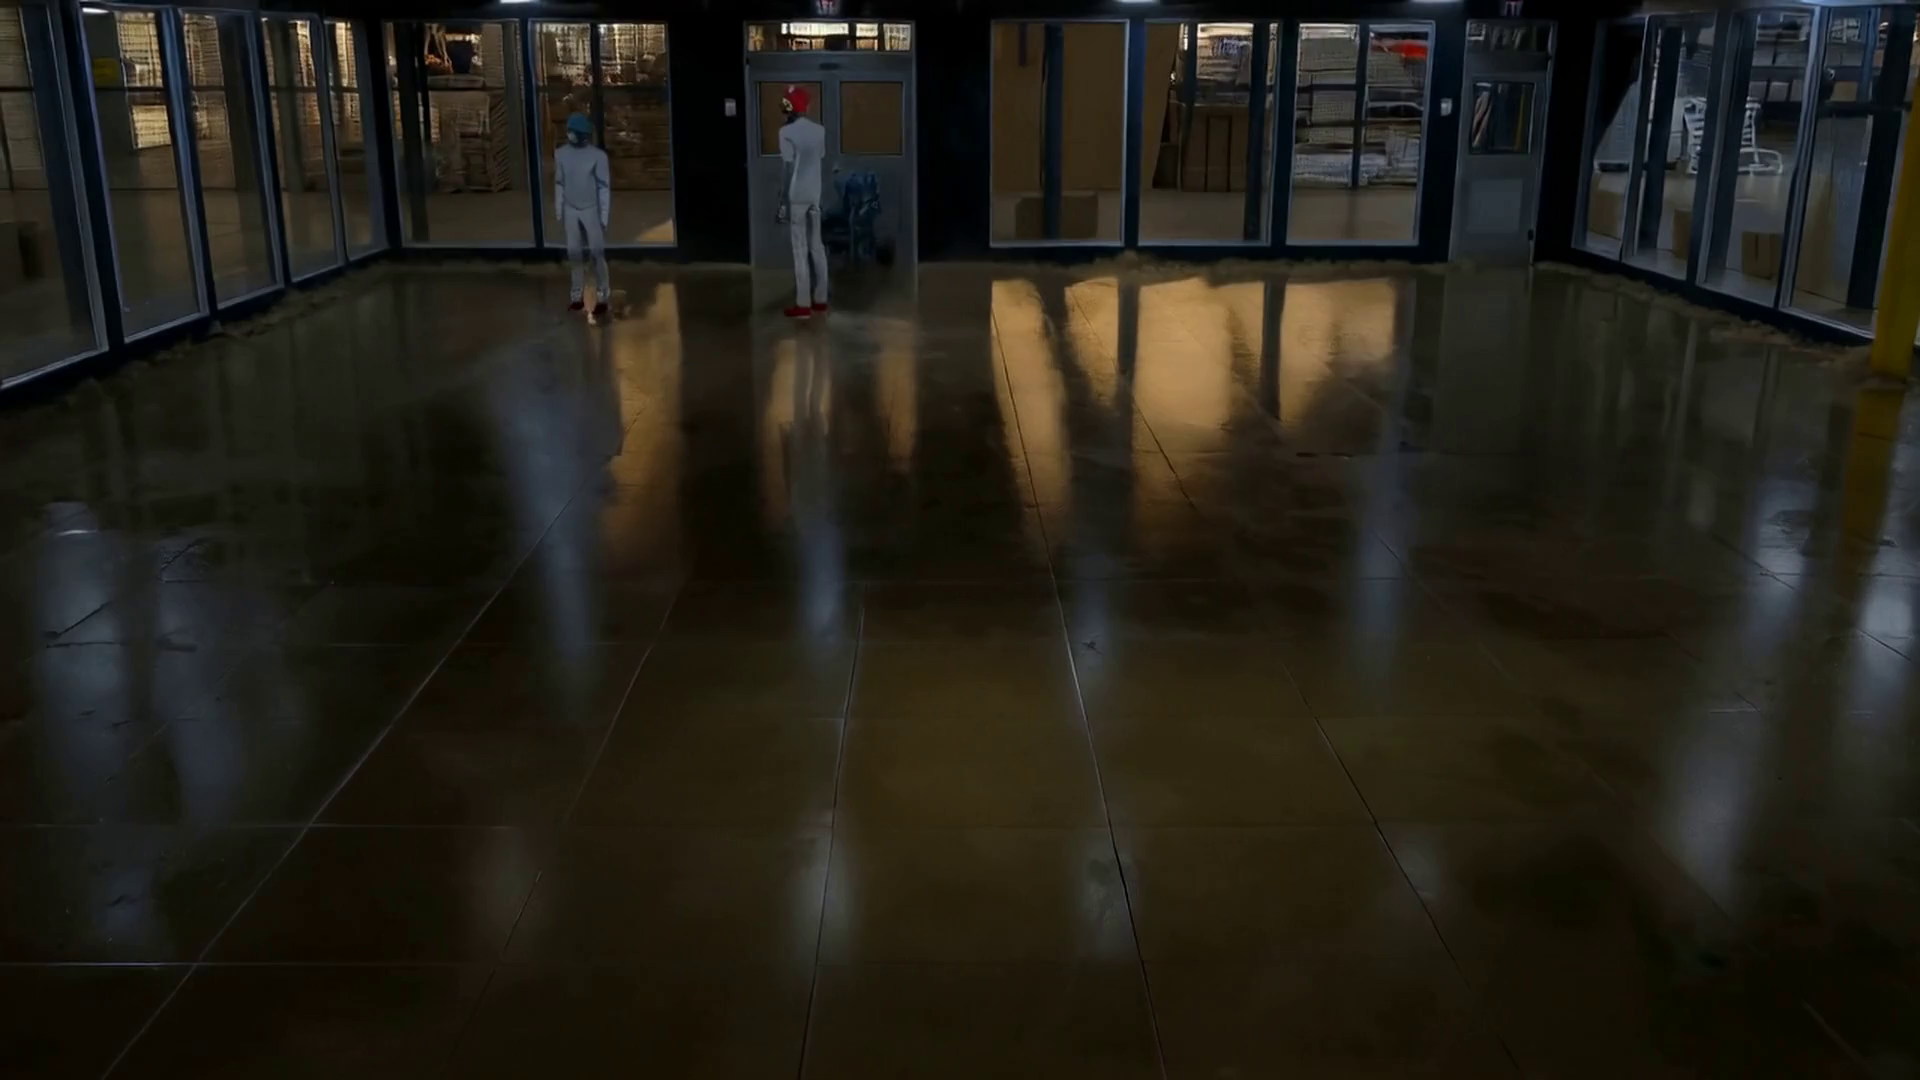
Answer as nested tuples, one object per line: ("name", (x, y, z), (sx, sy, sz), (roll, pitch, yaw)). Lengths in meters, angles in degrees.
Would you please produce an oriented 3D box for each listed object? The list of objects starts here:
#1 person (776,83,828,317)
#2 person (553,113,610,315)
("person", (-1.291, -2.757, 13.553), (0.329, 1.874, 0.518), (13, 21, 37))
("person", (-3.103, -2.665, 13.649), (0.507, 1.633, 0.277), (5, 17, 17))
